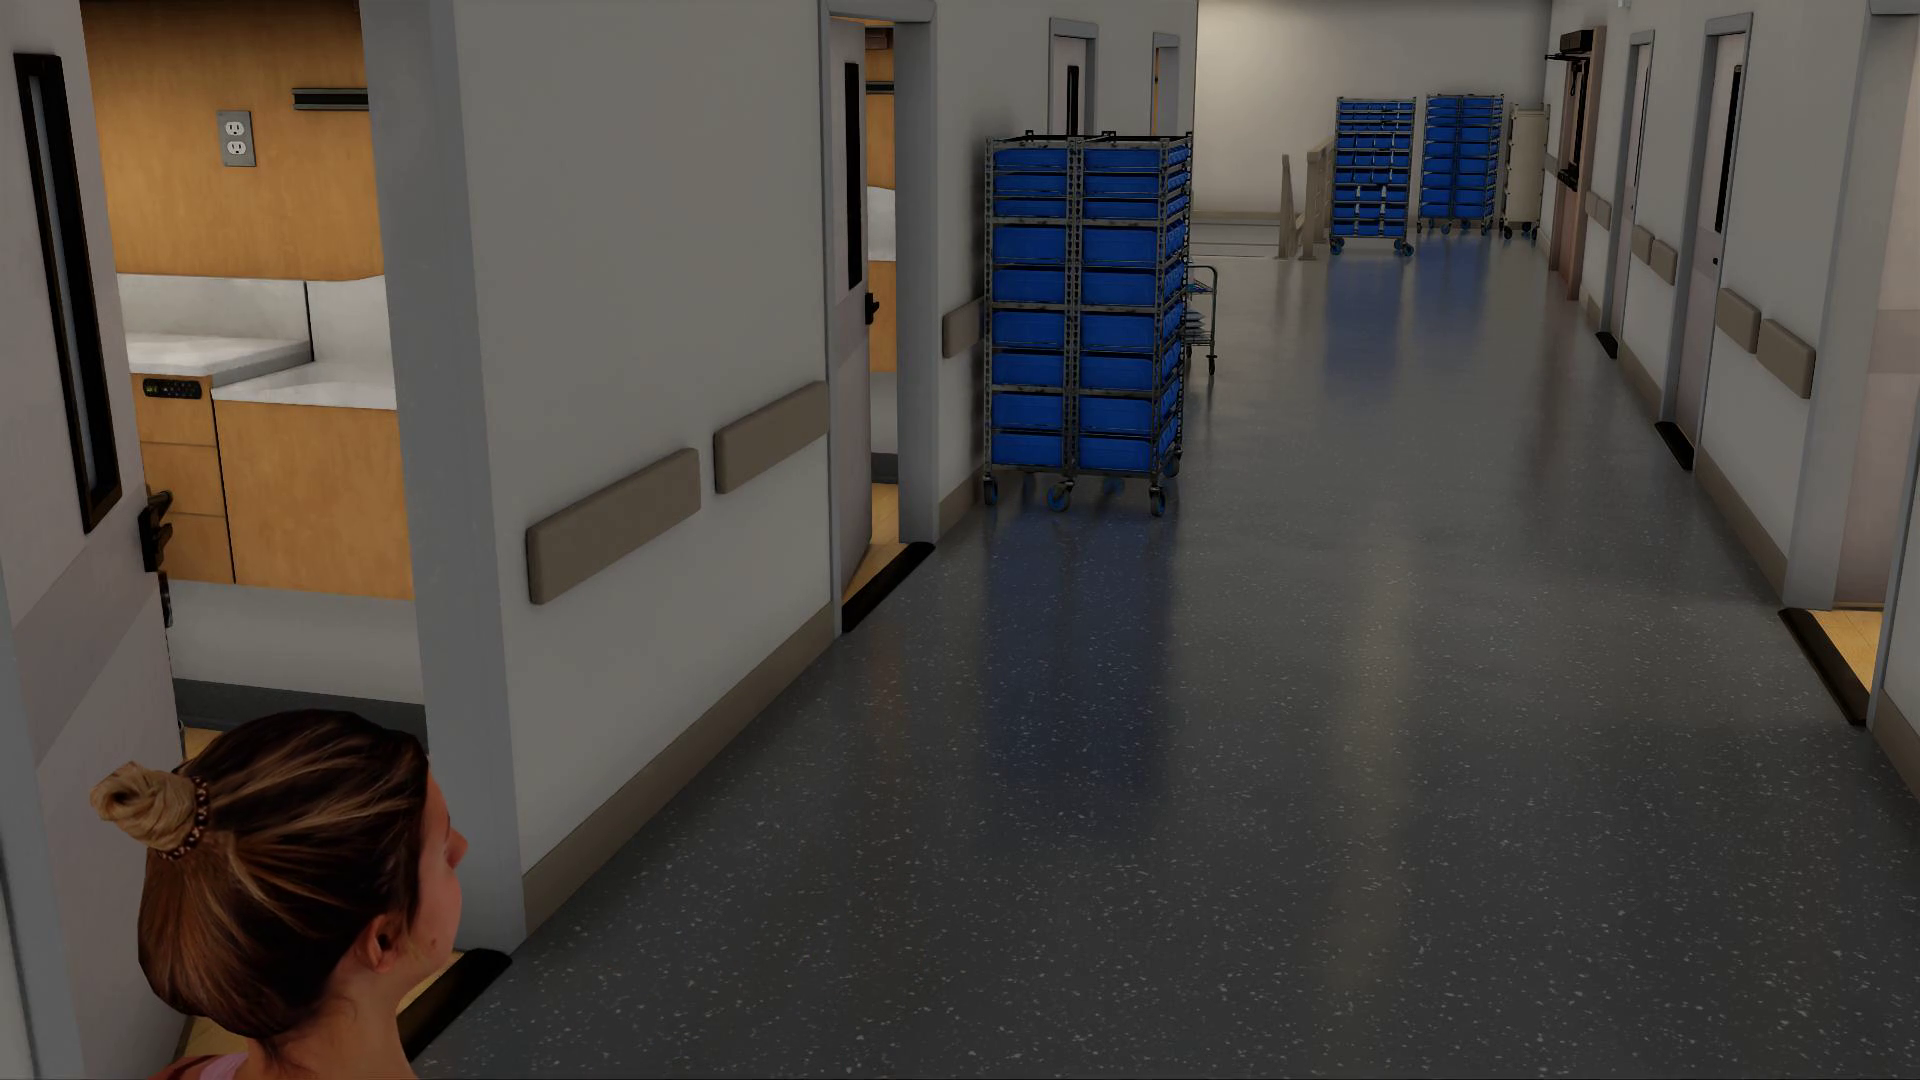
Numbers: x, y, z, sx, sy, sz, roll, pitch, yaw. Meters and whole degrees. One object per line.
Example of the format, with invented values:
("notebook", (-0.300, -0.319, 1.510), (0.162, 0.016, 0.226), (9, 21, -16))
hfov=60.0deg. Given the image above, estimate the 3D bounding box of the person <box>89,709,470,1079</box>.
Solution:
("person", (-0.431, 0.894, 1.276), (0.626, 1.637, 0.623), (9, 18, 30))
